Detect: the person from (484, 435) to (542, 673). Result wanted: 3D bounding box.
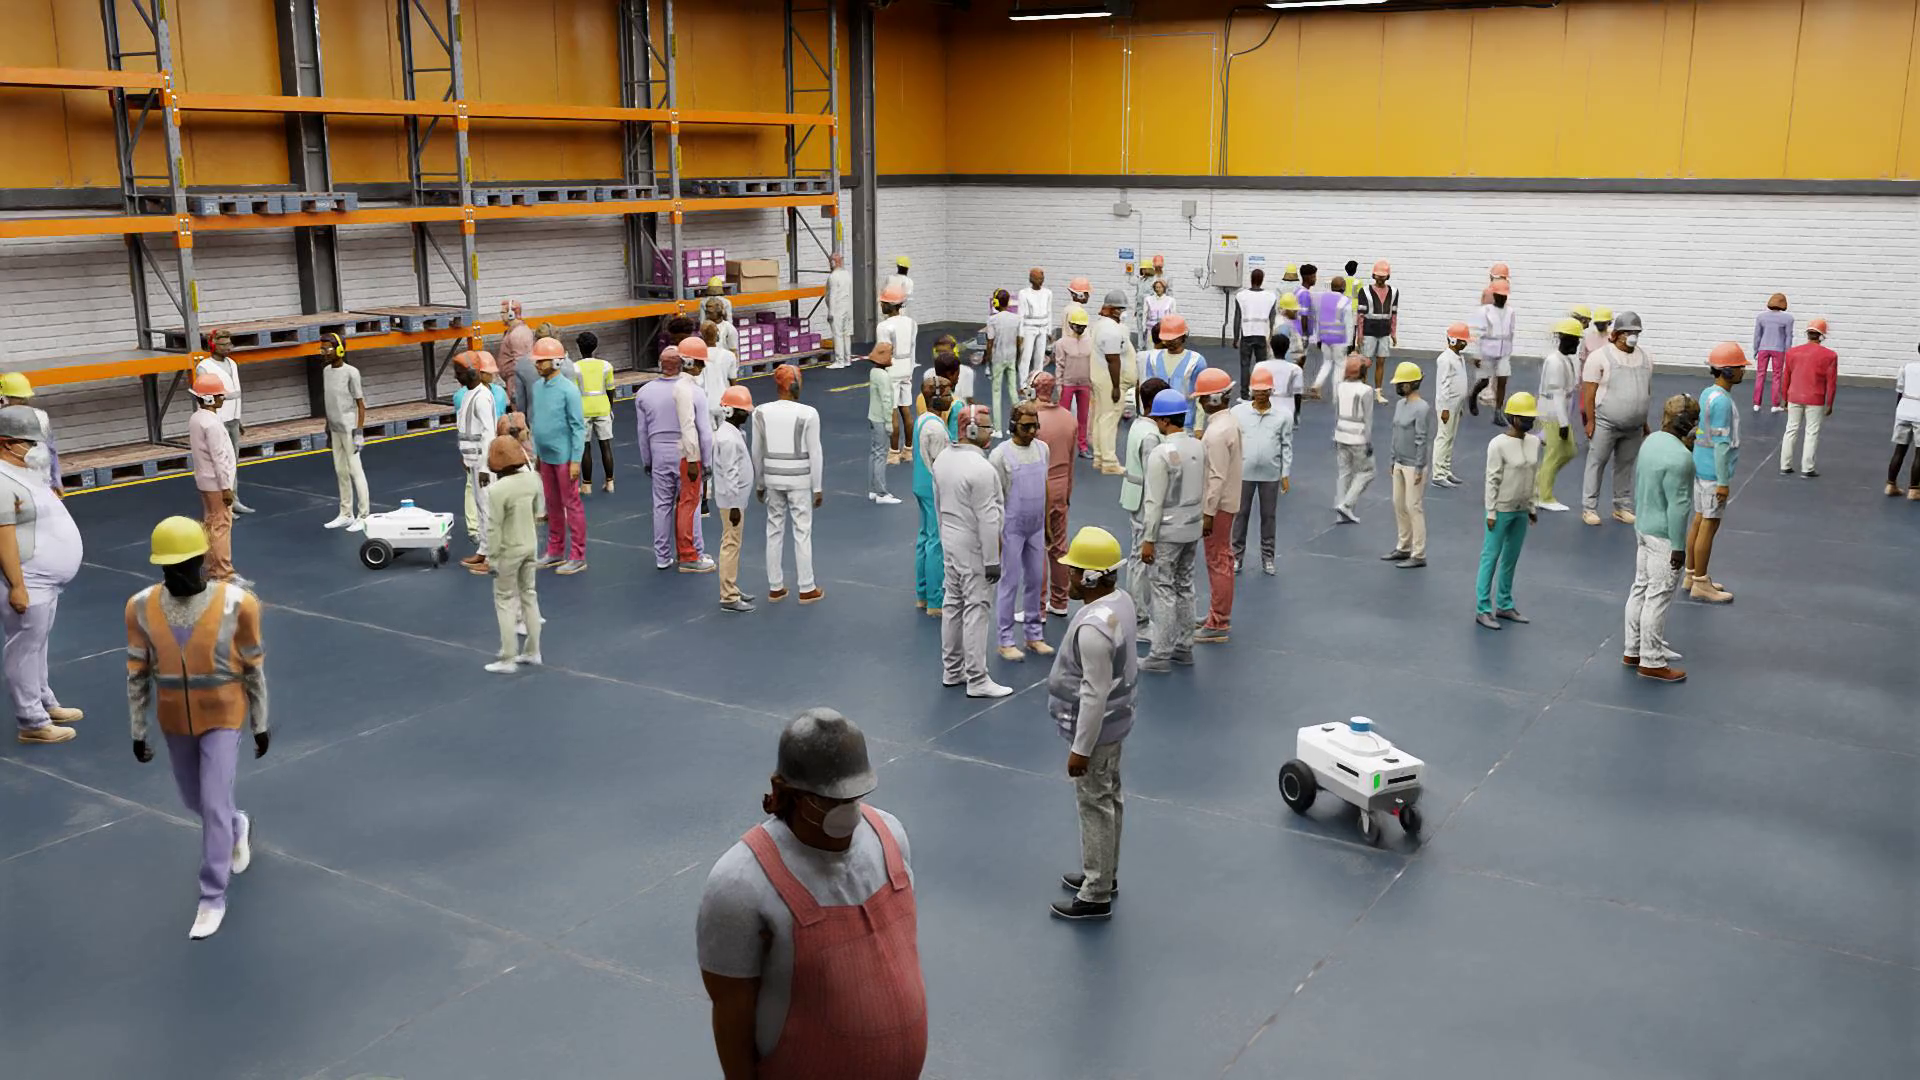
[{"bbox_3d":[-3.043,0.095,11.302,0.307,1.626,0.507,6,14,24],"label":"person"}]

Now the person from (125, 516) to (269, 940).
[{"bbox_3d":[-3.500,0.791,7.707,0.598,1.898,0.875,-1,13,-3],"label":"person"}]

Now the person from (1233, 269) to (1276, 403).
[{"bbox_3d":[4.177,-2.882,23.614,0.605,1.907,0.417,-1,13,-4],"label":"person"}]

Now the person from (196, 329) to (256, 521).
[{"bbox_3d":[-7.146,-1.121,16.100,0.372,1.840,0.570,1,13,4],"label":"person"}]

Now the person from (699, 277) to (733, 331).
[{"bbox_3d":[-3.573,-2.989,24.444,0.484,1.735,0.311,0,13,1],"label":"person"}]

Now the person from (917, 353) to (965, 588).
[{"bbox_3d":[-0.142,-0.565,13.535,0.391,1.914,0.590,-9,16,-35],"label":"person"}]

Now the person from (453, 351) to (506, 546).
[{"bbox_3d":[-4.291,-0.836,15.067,0.346,1.748,0.564,9,16,34],"label":"person"}]

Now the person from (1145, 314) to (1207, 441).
[{"bbox_3d":[1.989,-1.108,15.619,0.615,2.035,0.395,7,15,29],"label":"person"}]

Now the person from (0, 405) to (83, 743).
[{"bbox_3d":[-5.565,0.185,10.003,0.535,2.000,0.674,-4,14,-19],"label":"person"}]

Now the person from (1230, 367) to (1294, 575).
[{"bbox_3d":[2.494,-0.574,13.926,0.559,1.752,0.325,2,13,8],"label":"person"}]

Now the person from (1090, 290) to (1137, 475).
[{"bbox_3d":[1.713,-1.761,18.446,0.536,2.000,0.683,-2,13,-8],"label":"person"}]

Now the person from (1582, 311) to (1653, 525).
[{"bbox_3d":[6.287,-1.155,15.816,0.676,2.000,0.536,-2,13,-10],"label":"person"}]

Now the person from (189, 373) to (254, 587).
[{"bbox_3d":[-6.034,-0.482,13.524,0.328,1.752,0.563,-11,17,-39],"label":"person"}]

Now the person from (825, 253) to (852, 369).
[{"bbox_3d":[-2.035,-3.791,27.547,0.403,1.906,0.652,5,14,22],"label":"person"}]

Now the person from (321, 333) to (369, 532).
[{"bbox_3d":[-5.770,-1.009,15.558,0.516,1.871,0.325,9,16,33],"label":"person"}]

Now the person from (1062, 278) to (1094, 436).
[{"bbox_3d":[1.471,-2.266,20.742,0.385,1.993,0.612,-5,14,-20],"label":"person"}]

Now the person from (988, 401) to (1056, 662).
[{"bbox_3d":[0.429,-0.063,11.543,0.518,1.835,0.357,-10,16,-36],"label":"person"}]

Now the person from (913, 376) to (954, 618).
[{"bbox_3d":[-0.181,-0.330,12.665,0.346,1.846,0.507,-4,14,-17],"label":"person"}]

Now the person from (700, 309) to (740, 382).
[{"bbox_3d":[-3.022,-2.121,20.905,0.533,1.637,0.312,1,13,4],"label":"person"}]

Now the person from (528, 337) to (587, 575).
[{"bbox_3d":[-3.387,-0.705,13.964,0.612,1.995,0.392,12,17,41],"label":"person"}]

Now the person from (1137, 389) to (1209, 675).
[{"bbox_3d":[1.435,-0.055,11.292,0.420,1.933,0.618,11,17,39],"label":"person"}]

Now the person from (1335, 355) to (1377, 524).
[{"bbox_3d":[3.751,-0.944,15.794,0.367,1.621,0.548,-6,14,-25],"label":"person"}]

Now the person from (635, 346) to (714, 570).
[{"bbox_3d":[-2.384,-0.685,14.061,0.650,1.913,0.409,3,13,12],"label":"person"}]

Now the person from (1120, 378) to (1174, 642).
[{"bbox_3d":[1.353,-0.221,12.030,0.378,1.917,0.597,0,13,-2],"label":"person"}]

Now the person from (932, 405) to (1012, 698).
[{"bbox_3d":[0.089,0.069,10.805,0.406,1.906,0.639,-7,15,-29],"label":"person"}]

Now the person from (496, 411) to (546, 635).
[{"bbox_3d":[-3.255,-0.128,12.229,0.306,1.643,0.523,-1,13,-3],"label":"person"}]

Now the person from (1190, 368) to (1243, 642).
[{"bbox_3d":[1.839,-0.253,12.023,0.391,1.986,0.609,4,14,16],"label":"person"}]

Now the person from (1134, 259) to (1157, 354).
[{"bbox_3d":[3.183,-3.941,28.555,0.294,1.744,0.487,-12,18,-43],"label":"person"}]

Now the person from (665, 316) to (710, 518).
[{"bbox_3d":[-2.633,-1.186,16.128,0.383,1.956,0.614,-3,13,-13],"label":"person"}]

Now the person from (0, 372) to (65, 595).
[{"bbox_3d":[-7.559,-0.458,13.335,0.778,1.804,0.609,6,14,24],"label":"person"}]

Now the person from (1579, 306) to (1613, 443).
[{"bbox_3d":[7.599,-1.917,19.773,0.528,1.750,0.511,8,15,30],"label":"person"}]

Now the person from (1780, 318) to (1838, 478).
[{"bbox_3d":[9.294,-1.560,18.225,0.353,1.743,0.568,-11,17,-40],"label":"person"}]

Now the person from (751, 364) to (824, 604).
[{"bbox_3d":[-1.344,-0.432,13.027,0.574,1.882,0.358,4,14,17],"label":"person"}]

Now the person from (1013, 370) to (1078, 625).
[{"bbox_3d":[0.595,-0.322,12.497,0.402,1.906,0.652,11,17,40],"label":"person"}]

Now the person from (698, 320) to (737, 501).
[{"bbox_3d":[-2.511,-1.309,16.919,0.507,1.844,0.345,-4,14,-18],"label":"person"}]

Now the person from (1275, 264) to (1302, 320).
[{"bbox_3d":[5.417,-3.669,27.371,0.494,1.743,0.306,2,13,11],"label":"person"}]

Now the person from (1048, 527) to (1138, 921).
[{"bbox_3d":[0.603,0.838,7.625,0.403,1.833,0.586,4,13,15],"label":"person"}]
